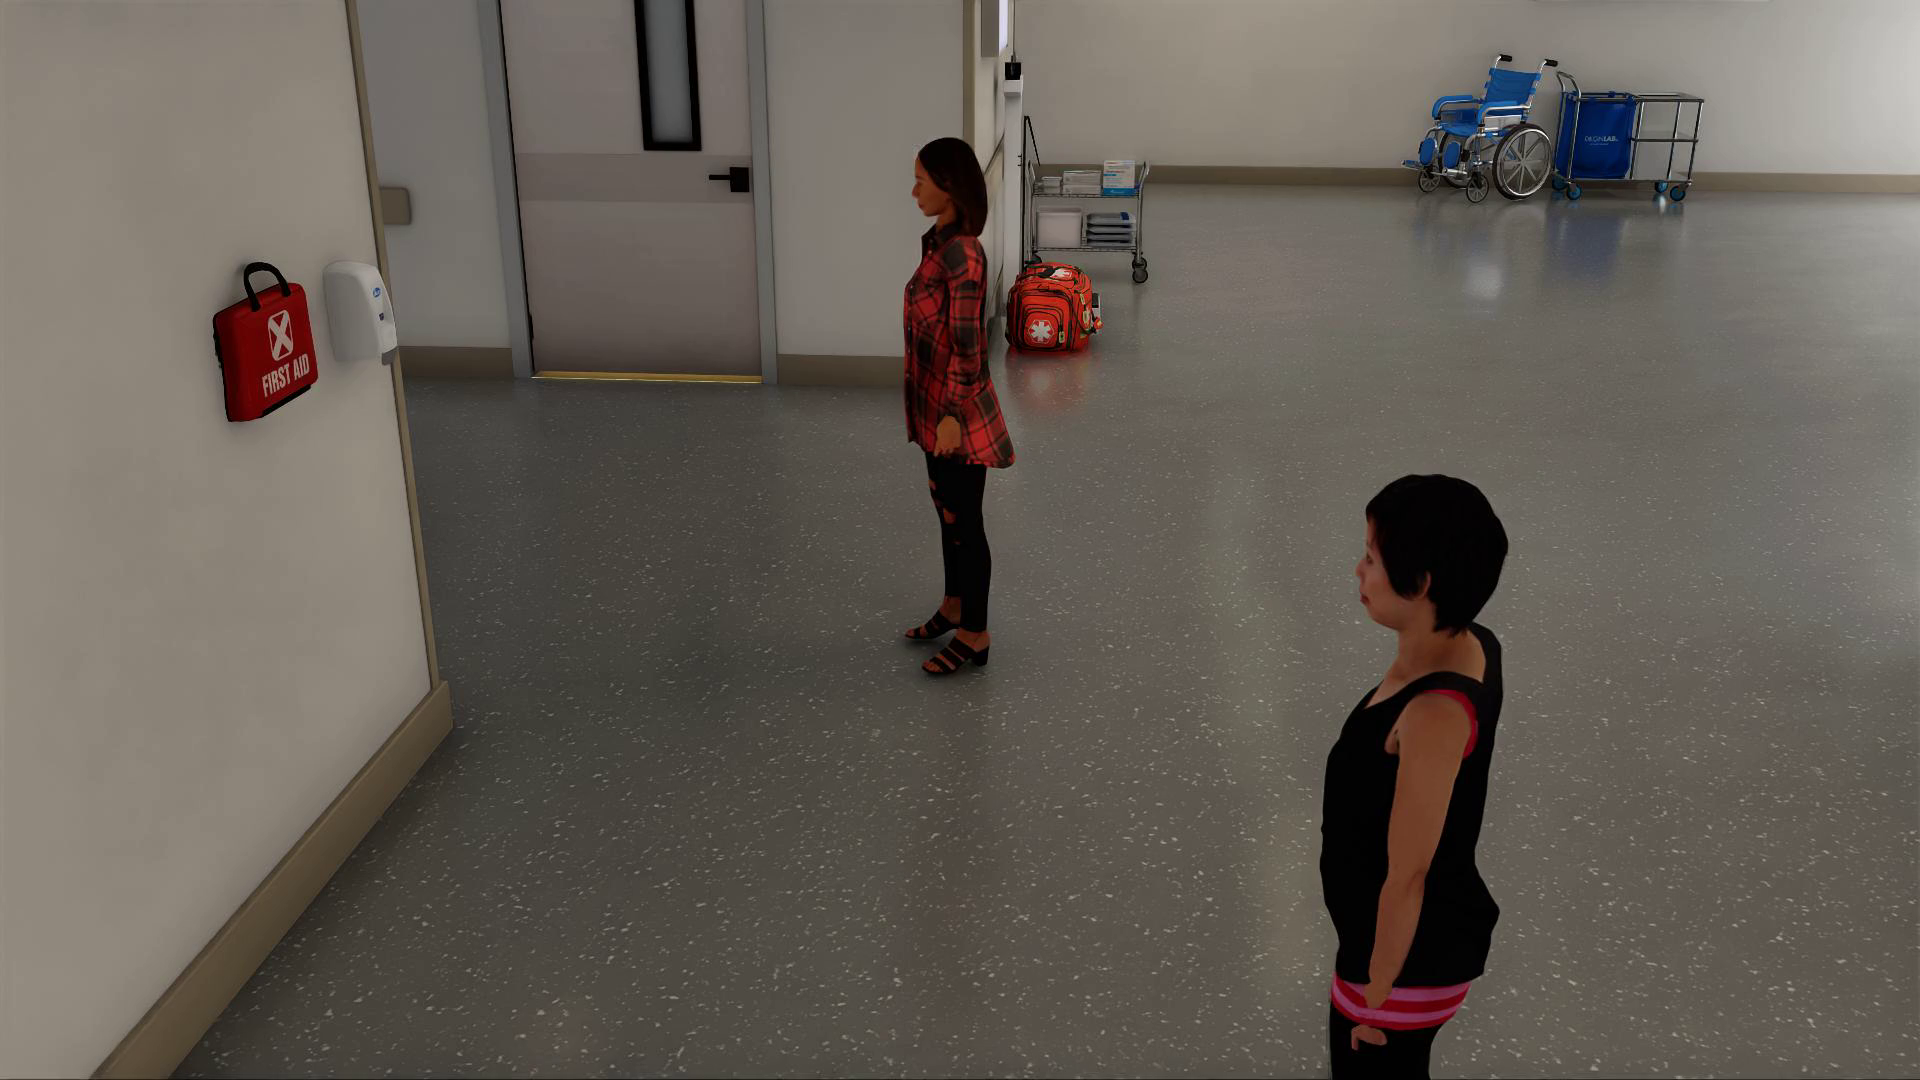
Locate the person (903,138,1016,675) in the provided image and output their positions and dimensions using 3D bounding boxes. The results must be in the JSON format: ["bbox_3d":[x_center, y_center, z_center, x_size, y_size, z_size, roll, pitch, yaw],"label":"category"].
[{"bbox_3d":[-0.021,-0.410,5.251,0.731,1.701,0.586,-4,21,-11],"label":"person"}]

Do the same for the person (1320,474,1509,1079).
[{"bbox_3d":[0.734,0.632,2.711,0.655,1.551,0.531,8,22,20],"label":"person"}]
